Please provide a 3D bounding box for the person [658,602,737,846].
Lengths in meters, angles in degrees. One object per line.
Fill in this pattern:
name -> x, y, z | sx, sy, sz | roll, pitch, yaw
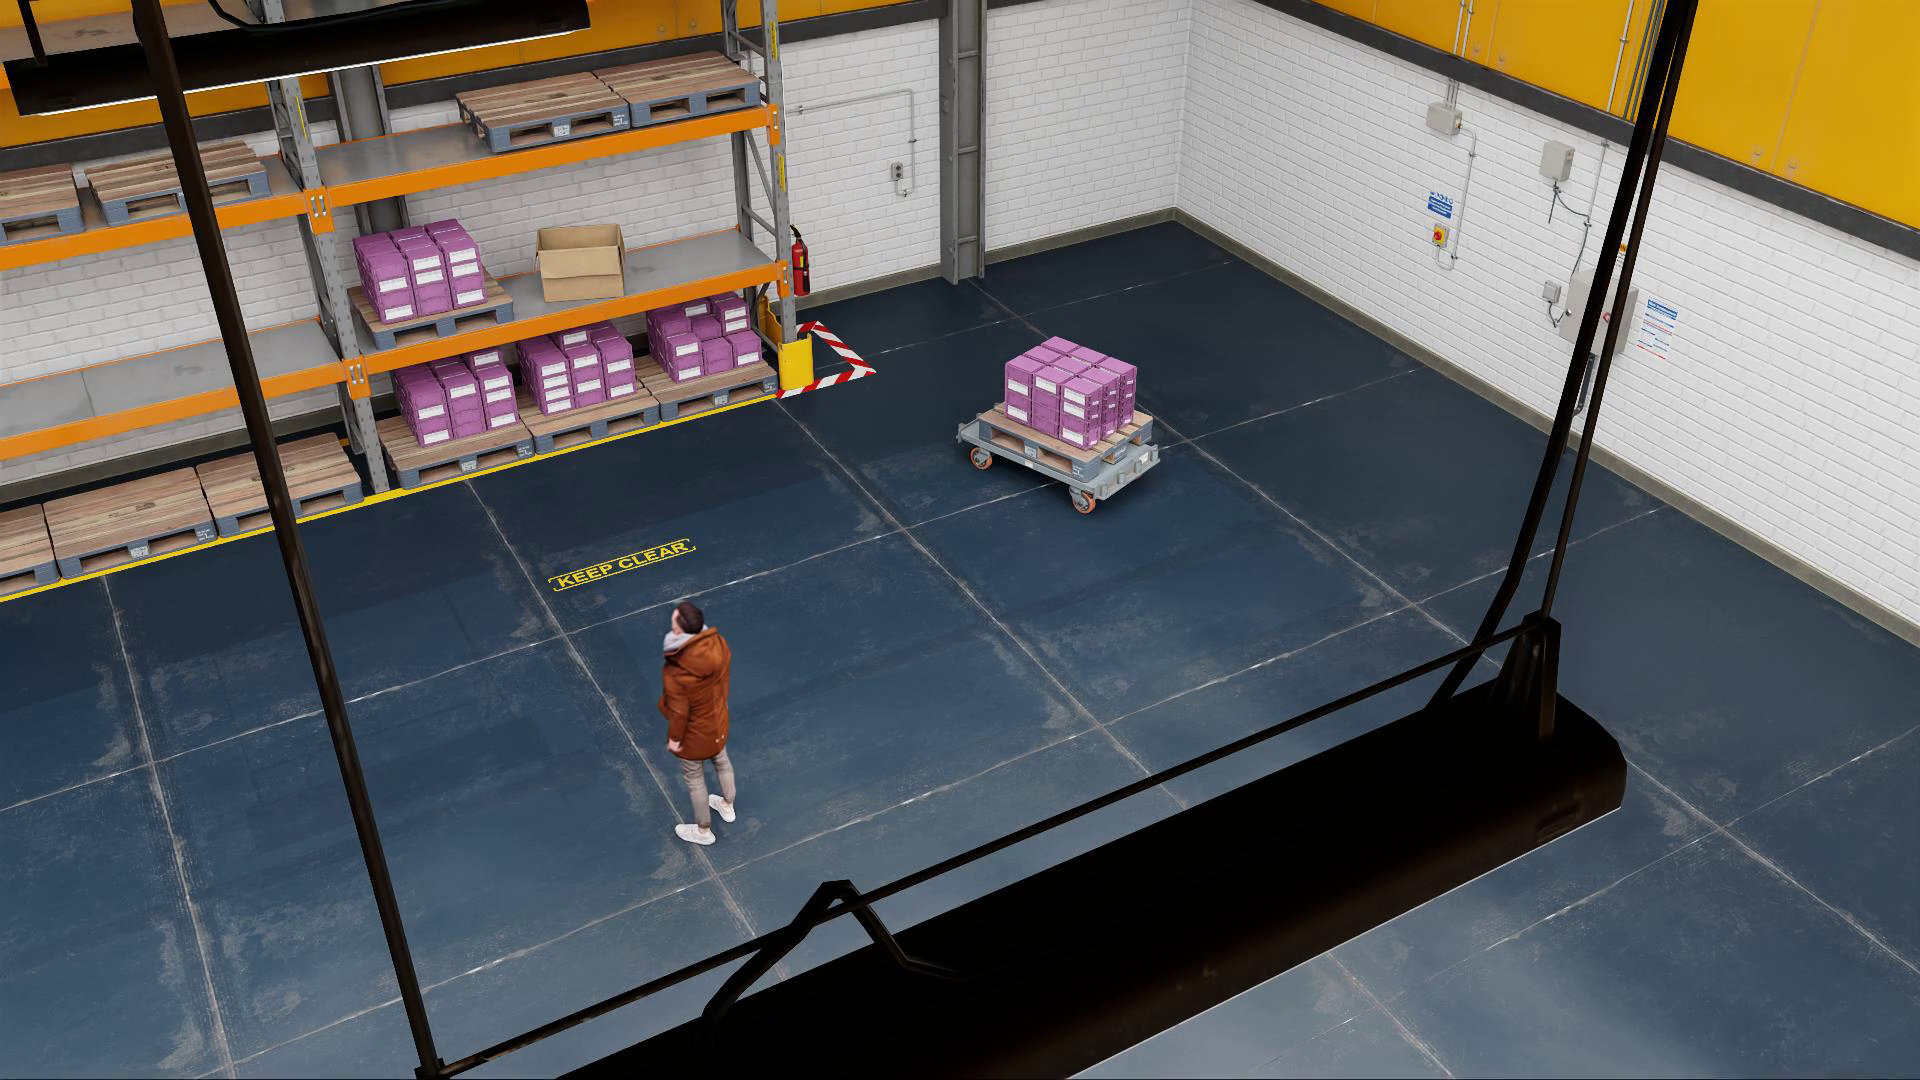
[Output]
person -> -1.660, 1.160, 10.630 | 0.895, 1.839, 0.805 | 20, 38, 27
